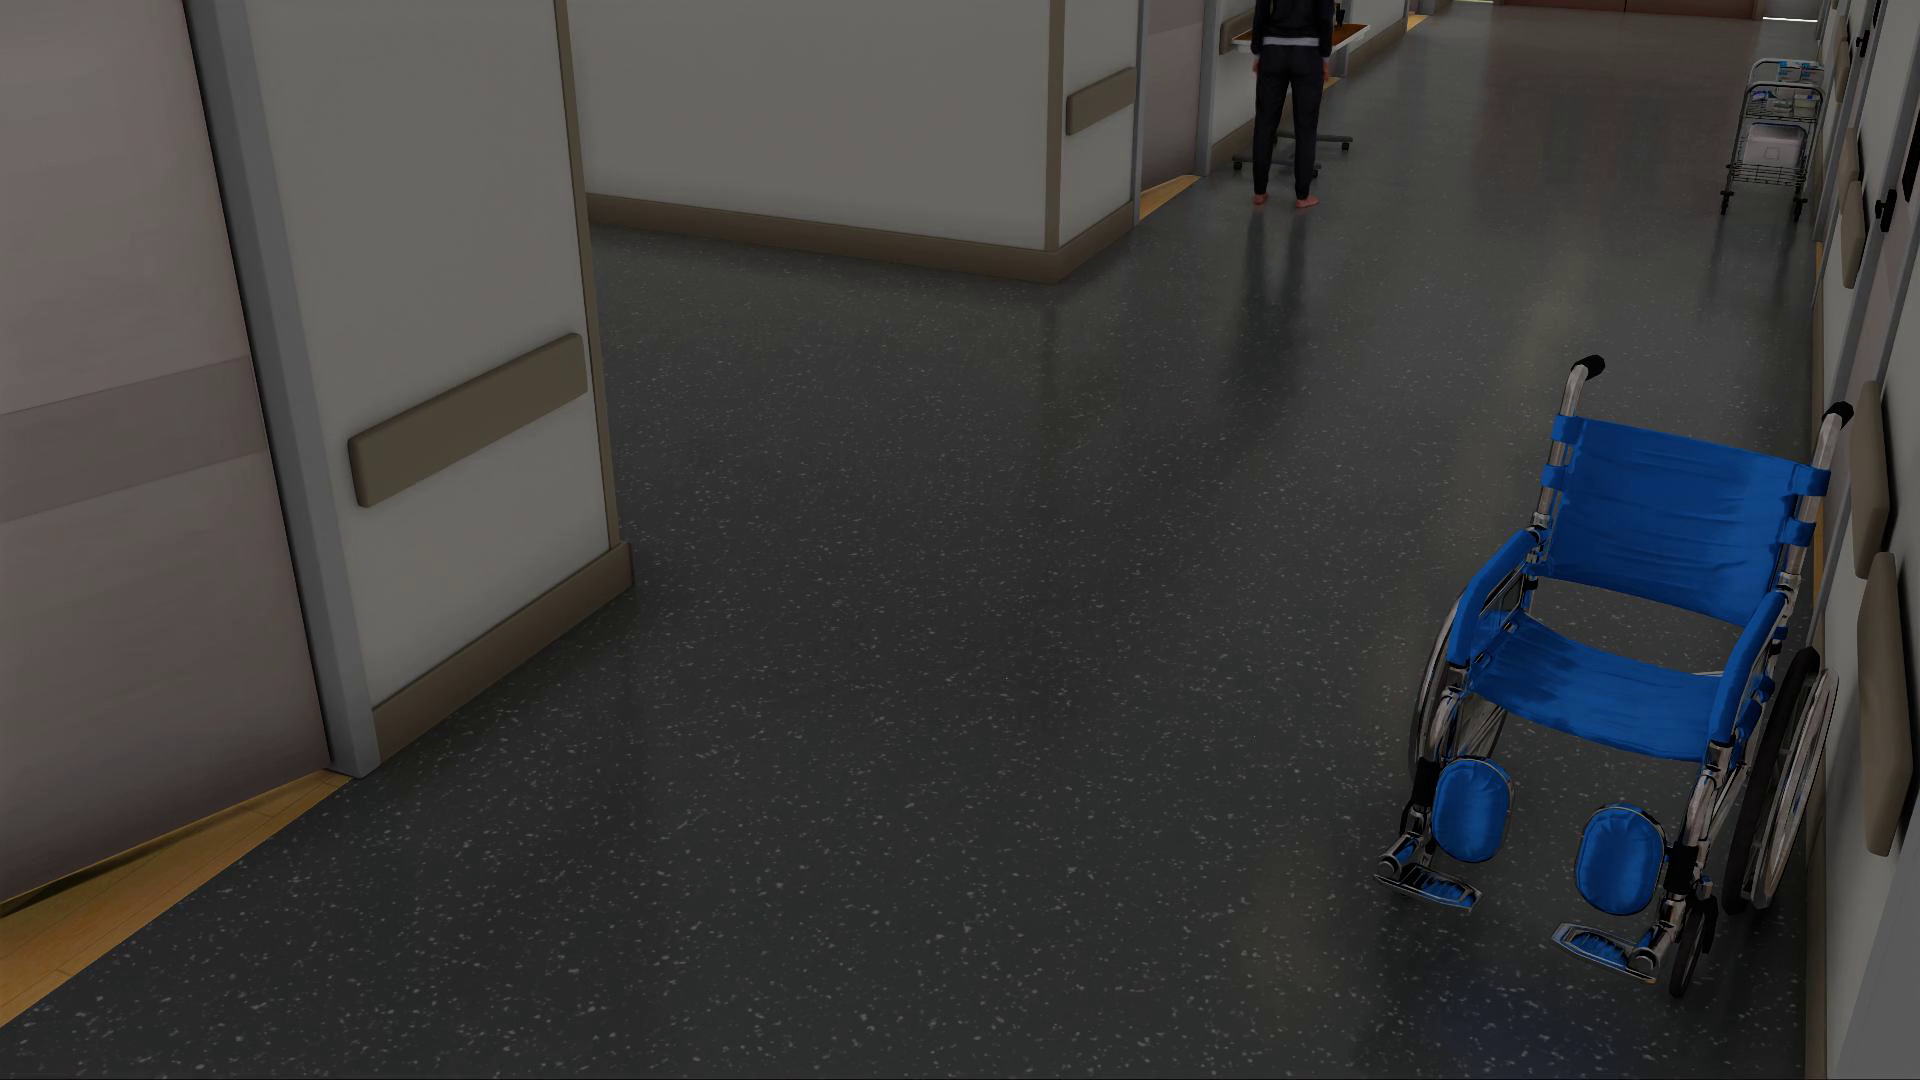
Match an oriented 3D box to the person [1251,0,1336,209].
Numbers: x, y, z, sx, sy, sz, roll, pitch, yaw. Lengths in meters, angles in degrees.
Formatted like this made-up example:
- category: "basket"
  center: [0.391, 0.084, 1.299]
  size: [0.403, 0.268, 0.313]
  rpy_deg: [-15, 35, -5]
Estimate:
- category: "person"
  center: [1.891, -2.785, 9.489]
  size: [0.609, 1.726, 0.505]
  rpy_deg: [11, 28, 21]
